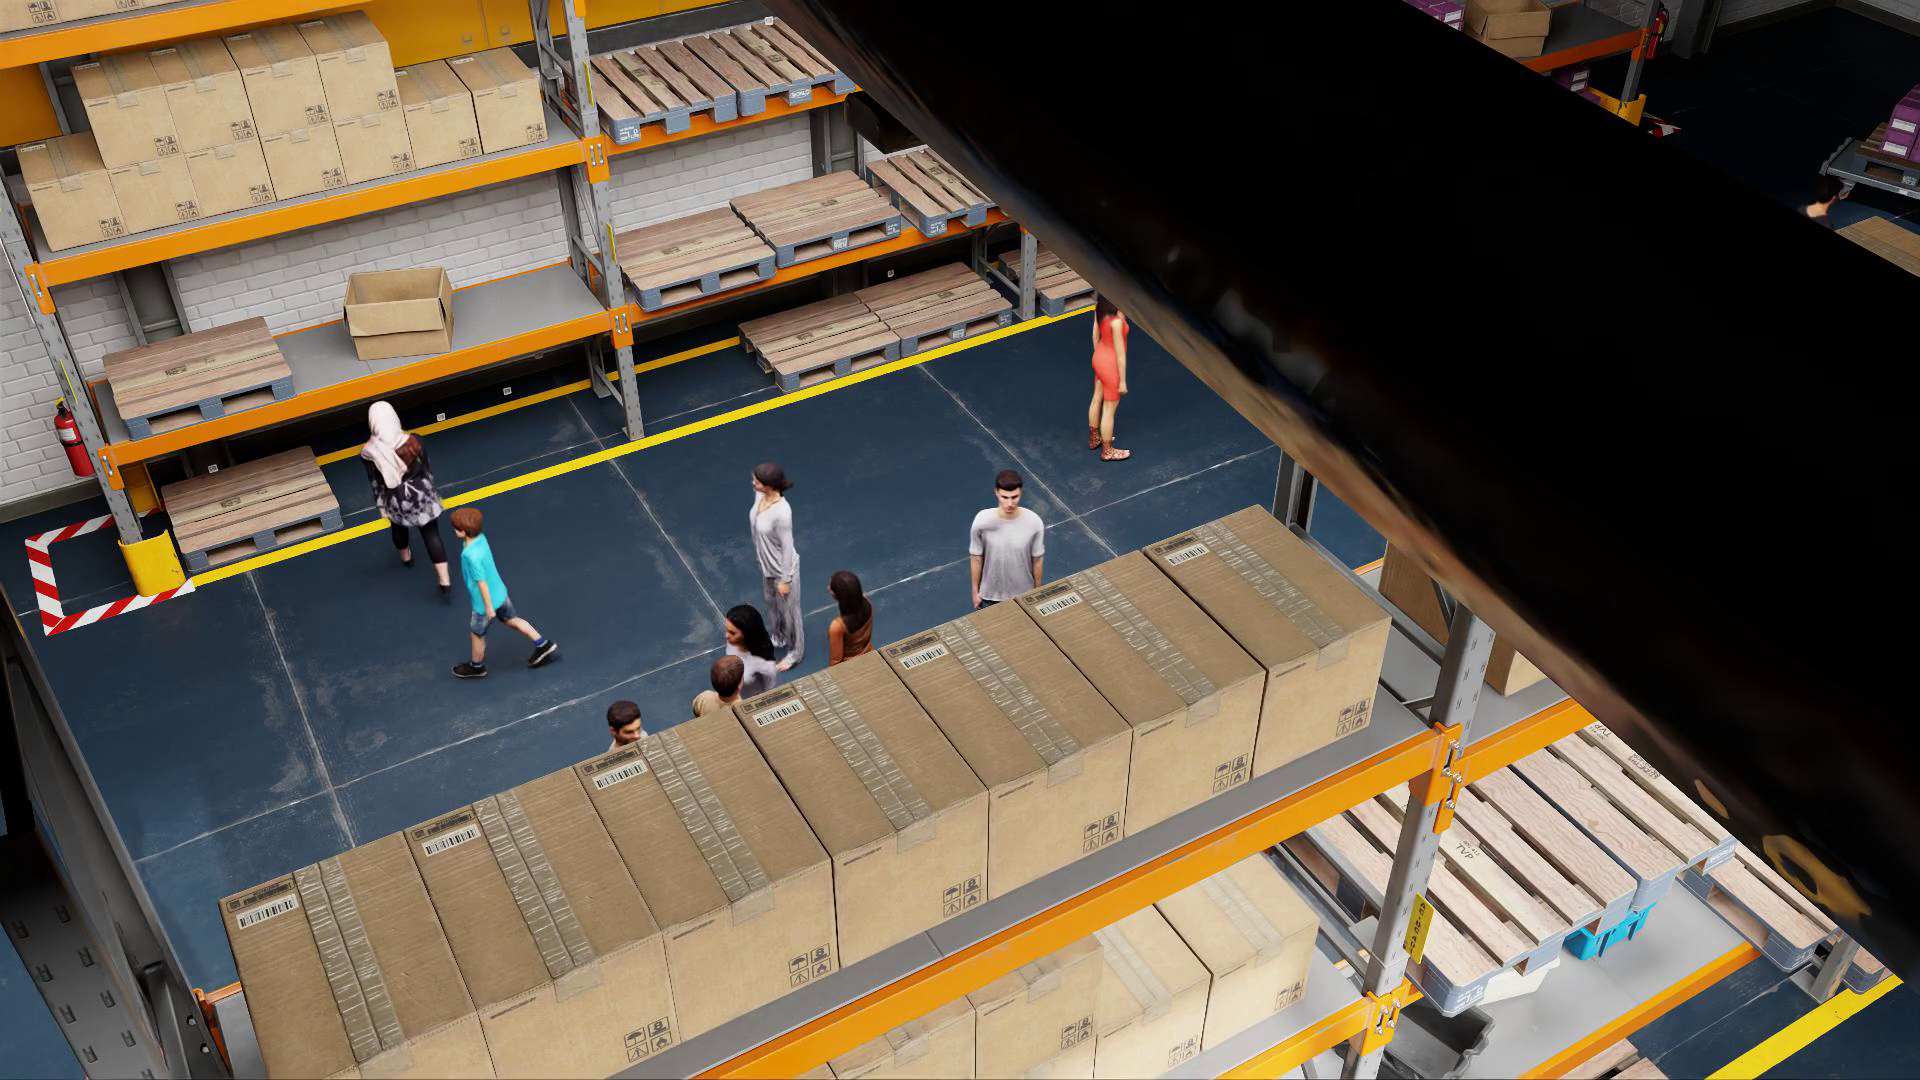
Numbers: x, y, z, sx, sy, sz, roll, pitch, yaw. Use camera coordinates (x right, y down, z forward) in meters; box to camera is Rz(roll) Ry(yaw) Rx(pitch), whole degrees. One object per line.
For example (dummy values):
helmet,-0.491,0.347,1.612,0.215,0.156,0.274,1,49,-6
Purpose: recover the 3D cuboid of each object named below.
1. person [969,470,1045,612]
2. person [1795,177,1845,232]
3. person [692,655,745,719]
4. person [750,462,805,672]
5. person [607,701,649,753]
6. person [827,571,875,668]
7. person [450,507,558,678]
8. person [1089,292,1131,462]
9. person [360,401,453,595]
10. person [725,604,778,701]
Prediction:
person,0.319,0.288,11.472,0.672,1.884,0.807,-2,39,-2
person,7.619,-2.483,15.078,0.646,1.714,0.667,-12,40,-14
person,-1.341,1.417,10.084,0.745,1.852,0.780,14,41,16
person,-1.275,0.156,11.726,0.511,1.774,0.577,-20,43,-23
person,-1.942,1.611,9.949,0.740,1.717,0.668,12,40,15
person,-0.694,0.867,10.908,0.699,1.682,0.596,20,43,23
person,-3.254,0.371,11.741,1.040,1.419,0.794,-5,39,-6
person,1.228,-1.431,13.756,0.548,1.719,0.600,-16,41,-19
person,-4.082,-0.280,12.413,0.955,1.597,0.746,-17,42,-20
person,-1.206,1.045,10.660,0.934,1.714,0.733,-30,47,-32
